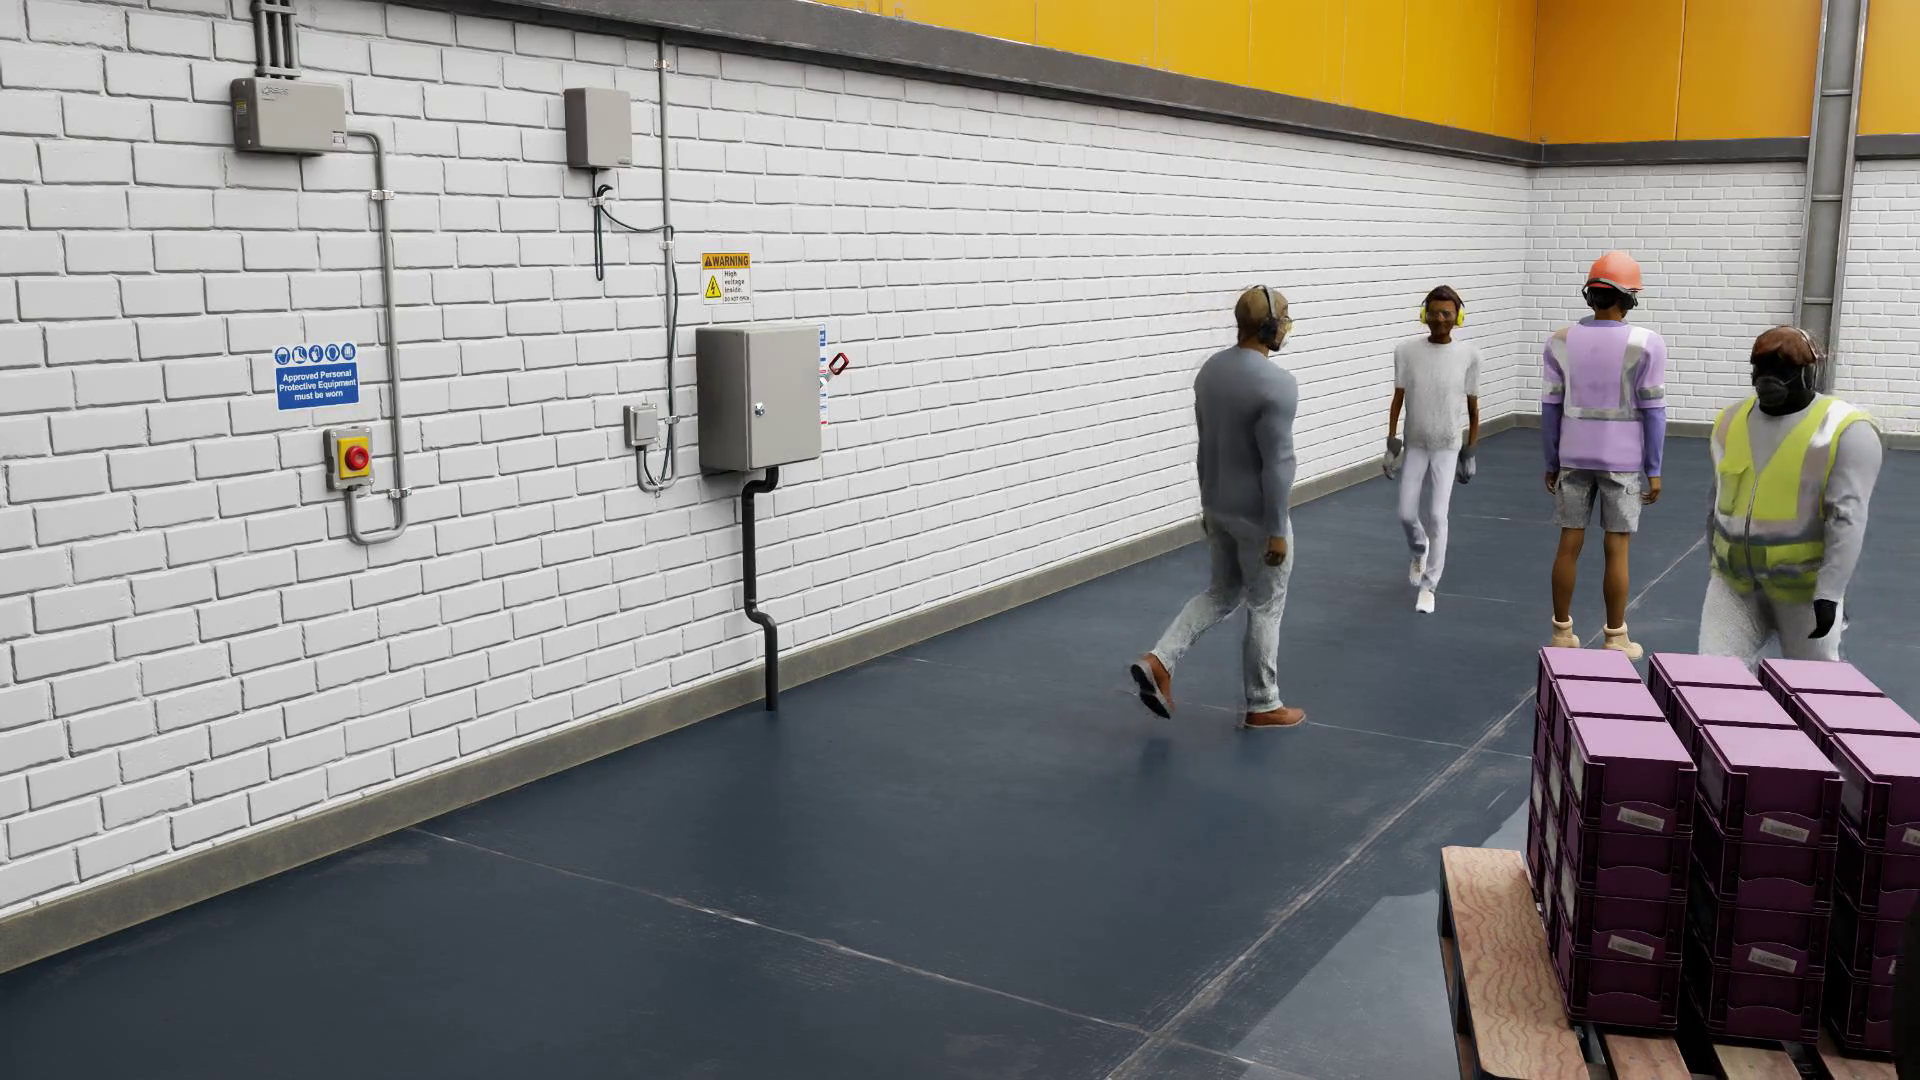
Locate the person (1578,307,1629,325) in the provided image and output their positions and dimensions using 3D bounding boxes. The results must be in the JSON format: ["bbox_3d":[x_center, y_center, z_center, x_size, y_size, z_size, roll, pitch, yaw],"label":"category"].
[{"bbox_3d":[6.298,-1.650,16.336,0.507,1.632,0.272,8,13,36],"label":"person"}]

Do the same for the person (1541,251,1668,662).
[{"bbox_3d":[3.190,-0.399,8.272,0.608,2.044,0.370,9,13,39],"label":"person"}]

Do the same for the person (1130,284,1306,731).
[{"bbox_3d":[1.136,-0.110,7.017,0.701,1.924,0.634,-5,11,-24],"label":"person"}]

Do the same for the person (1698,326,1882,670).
[{"bbox_3d":[2.827,0.161,5.846,0.949,1.797,0.643,-7,12,-35],"label":"person"}]

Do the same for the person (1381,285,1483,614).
[{"bbox_3d":[2.703,-0.535,9.554,0.533,1.857,0.630,4,11,21],"label":"person"}]
